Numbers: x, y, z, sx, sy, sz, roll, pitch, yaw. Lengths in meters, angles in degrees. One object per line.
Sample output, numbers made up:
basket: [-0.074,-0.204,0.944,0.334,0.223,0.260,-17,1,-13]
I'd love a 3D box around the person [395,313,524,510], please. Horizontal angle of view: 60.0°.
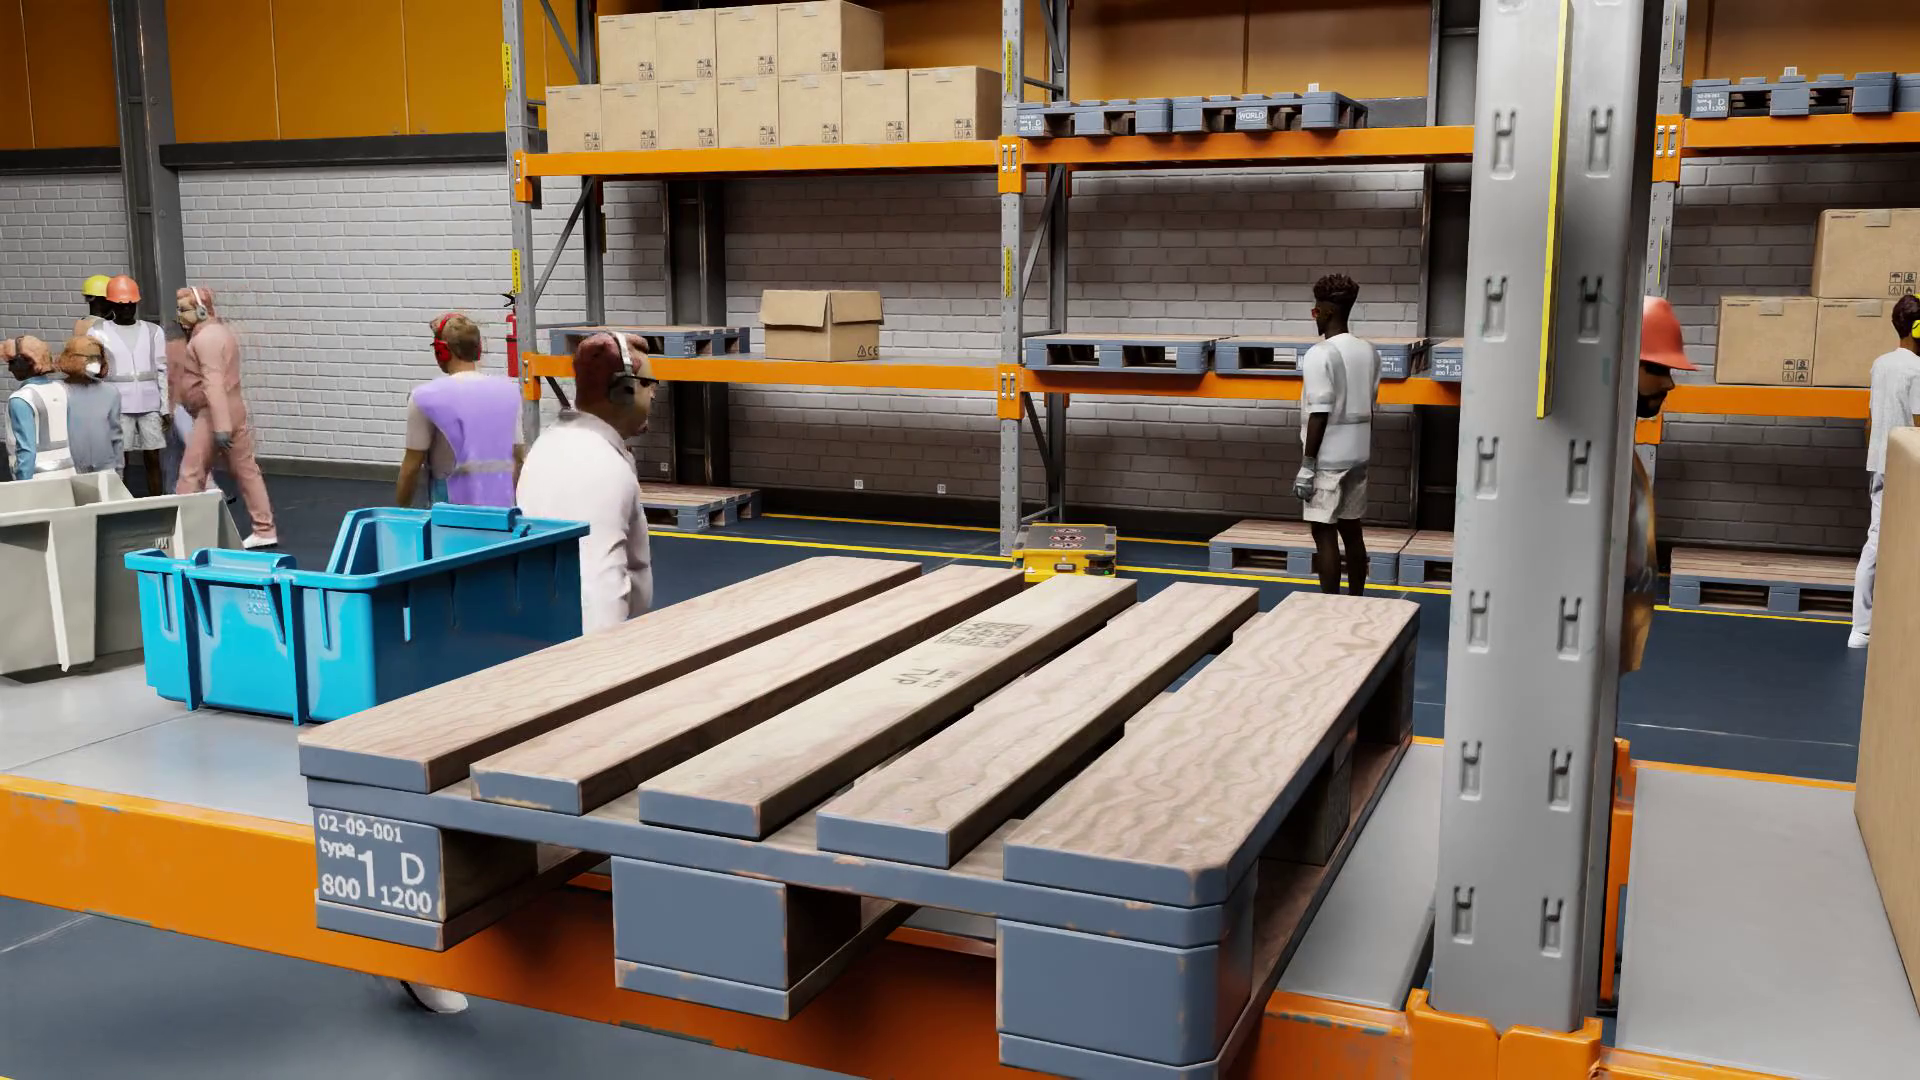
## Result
person: [-2.234,-0.110,7.471,0.965,1.792,0.589,6,11,32]

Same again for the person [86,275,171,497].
person: [-6.105,-0.978,12.274,0.540,1.929,0.380,-8,12,-40]

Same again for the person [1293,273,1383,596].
person: [2.006,-0.439,8.926,0.613,1.963,0.362,-9,13,-44]

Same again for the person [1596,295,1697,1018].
person: [1.754,0.307,4.554,0.376,1.934,0.547,3,10,18]

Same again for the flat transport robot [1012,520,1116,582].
flat transport robot: [0.702,0.066,10.970,0.652,0.197,1.431,1,10,5]

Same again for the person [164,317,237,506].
person: [-6.285,-1.076,13.619,1.030,1.664,0.533,4,10,22]

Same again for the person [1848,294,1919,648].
person: [4.836,-0.325,8.529,0.328,1.872,0.513,0,9,-1]

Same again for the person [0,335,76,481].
person: [-4.914,-0.273,8.926,0.310,1.634,0.514,-1,9,-4]

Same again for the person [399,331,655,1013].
person: [-1.131,0.340,4.674,1.043,1.854,0.683,-4,10,-20]

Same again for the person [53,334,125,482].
person: [-5.120,-0.390,9.659,0.617,1.614,0.505,7,12,35]

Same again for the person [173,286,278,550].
person: [-5.282,-0.821,11.539,1.001,1.845,0.680,-2,10,-11]

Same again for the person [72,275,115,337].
person: [-6.653,-1.095,12.971,0.587,1.928,0.364,7,12,35]
